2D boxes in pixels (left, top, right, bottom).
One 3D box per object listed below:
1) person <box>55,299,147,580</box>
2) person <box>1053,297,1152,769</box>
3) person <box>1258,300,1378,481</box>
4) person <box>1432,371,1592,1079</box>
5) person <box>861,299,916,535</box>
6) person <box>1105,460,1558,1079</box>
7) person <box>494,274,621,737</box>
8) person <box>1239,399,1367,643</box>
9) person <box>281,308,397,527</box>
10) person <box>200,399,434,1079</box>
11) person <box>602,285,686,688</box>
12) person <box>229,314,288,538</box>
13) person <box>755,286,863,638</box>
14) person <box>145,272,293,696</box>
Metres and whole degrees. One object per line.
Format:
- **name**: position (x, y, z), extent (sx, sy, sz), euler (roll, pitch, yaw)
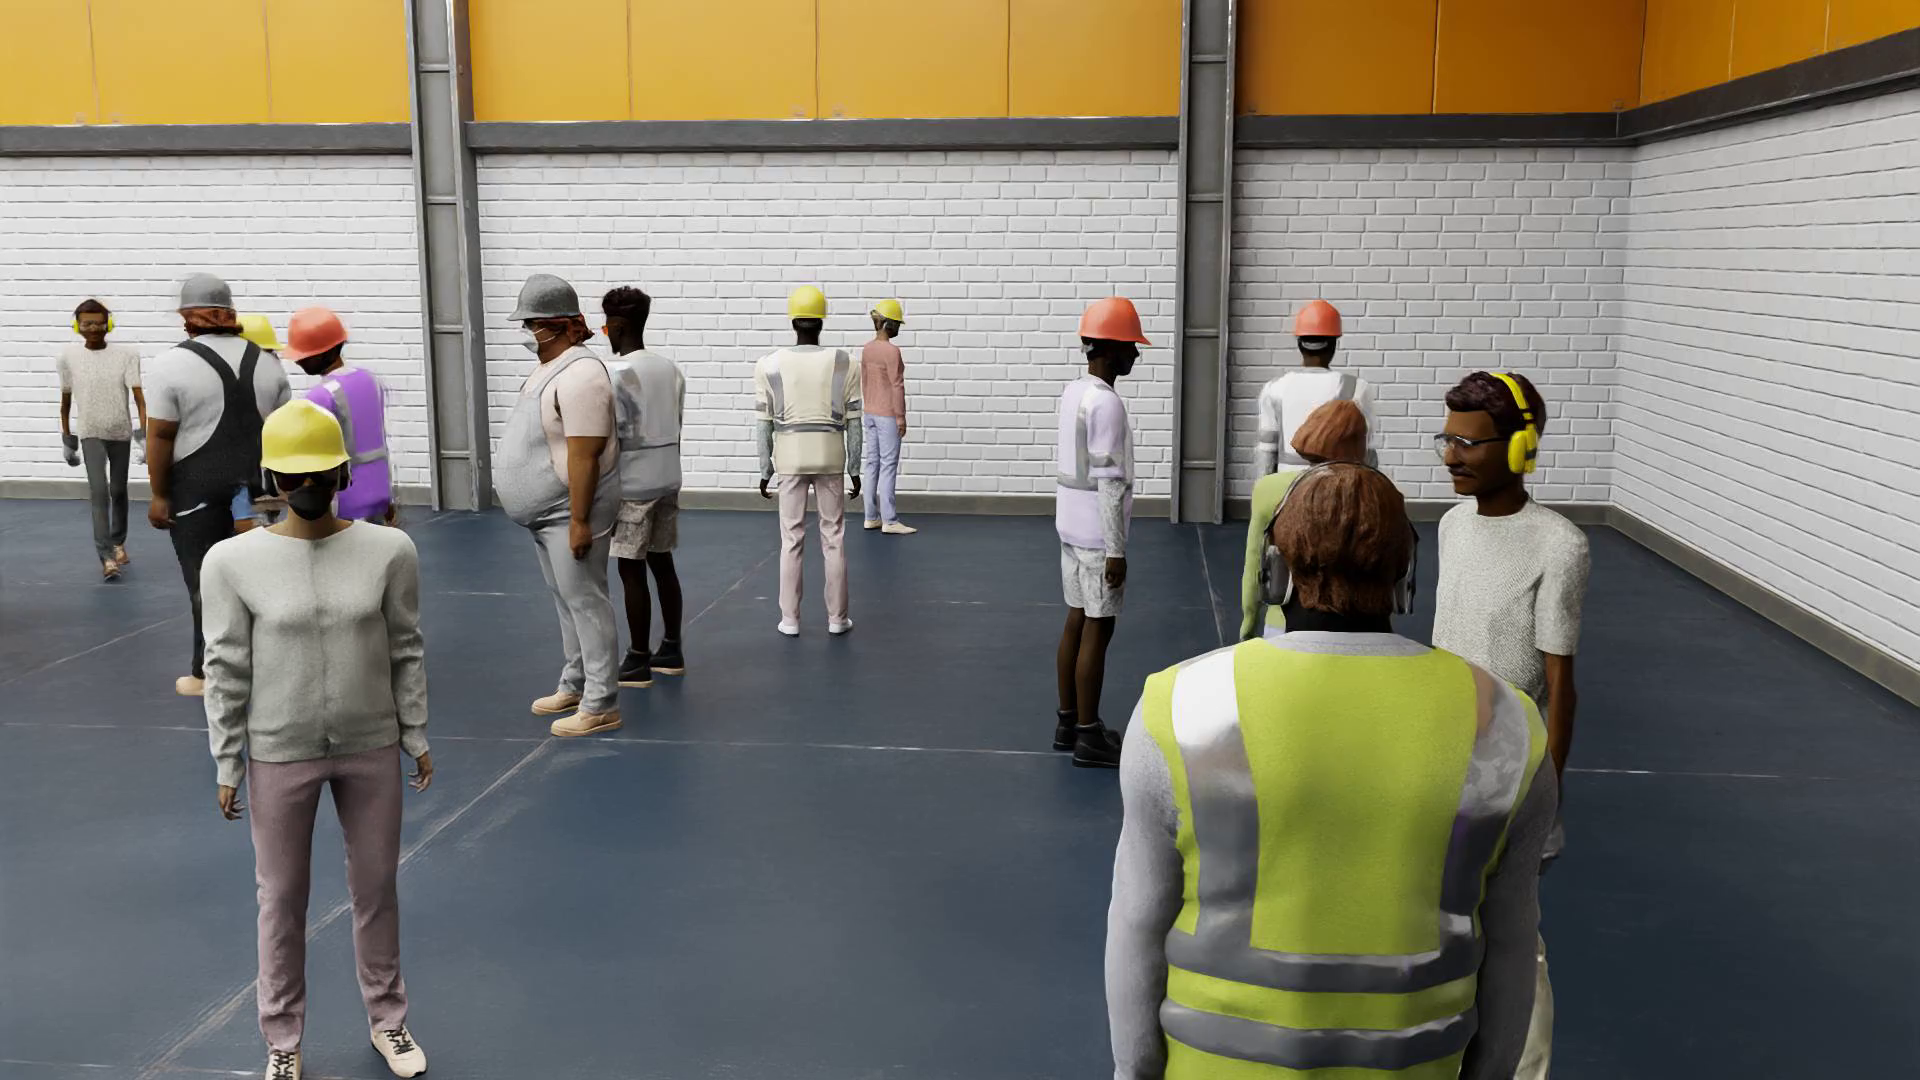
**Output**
- **person**: position (-5.632, -0.675, 10.948), extent (0.492, 1.813, 0.987), euler (-6, 12, -32)
- **person**: position (0.594, -0.030, 6.887), extent (0.378, 1.932, 0.551), euler (-2, 10, -13)
- **person**: position (1.698, -0.199, 7.982), extent (0.543, 1.896, 0.986), euler (7, 12, 33)
- **person**: position (1.218, 0.541, 3.843), extent (0.327, 1.862, 0.506), euler (-3, 10, -18)
- **person**: position (-0.551, -0.922, 12.501), extent (0.320, 1.762, 0.522), euler (-6, 12, -33)
- **person**: position (0.528, 0.794, 2.485), extent (0.631, 1.831, 0.428), euler (0, 10, -1)
- **person**: position (-1.778, -0.167, 7.367), extent (0.536, 2.000, 0.684), euler (-5, 11, -26)
- **person**: position (1.243, 0.311, 5.856), extent (0.523, 1.625, 0.308), euler (5, 11, 27)
- **person**: position (-2.936, -0.178, 7.962), extent (0.661, 1.867, 0.625), euler (2, 10, 14)
- **person**: position (-1.589, 0.530, 4.166), extent (0.533, 1.768, 0.311), euler (-6, 12, -31)
- **person**: position (-1.571, -0.261, 8.162), extent (0.393, 1.957, 0.608), euler (5, 11, 26)
- **person**: position (-3.471, -0.195, 8.188), extent (0.404, 1.819, 0.618), euler (-1, 10, -8)
- **person**: position (-0.824, -0.419, 9.139), extent (0.590, 1.927, 0.367), euler (-1, 10, -5)
- **person**: position (-3.598, -0.284, 8.037), extent (0.536, 2.000, 0.709), euler (7, 12, 33)
